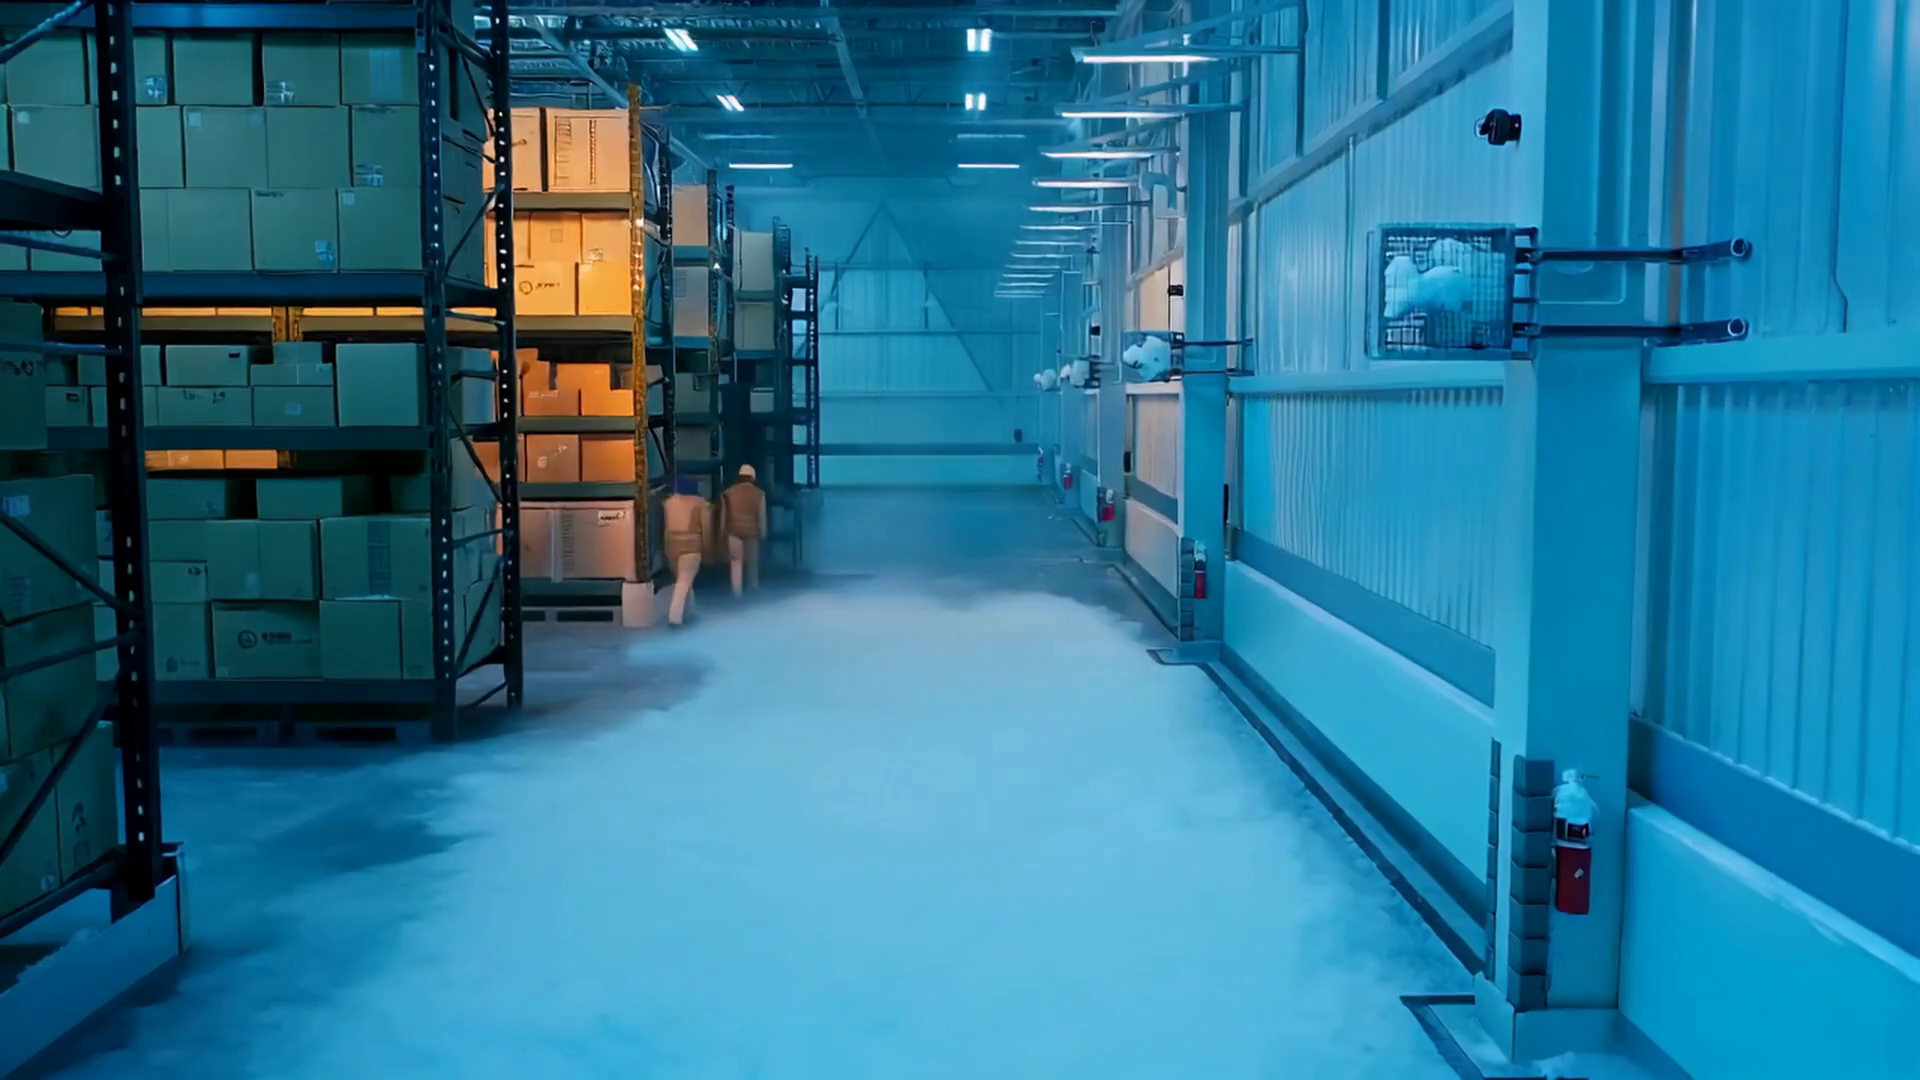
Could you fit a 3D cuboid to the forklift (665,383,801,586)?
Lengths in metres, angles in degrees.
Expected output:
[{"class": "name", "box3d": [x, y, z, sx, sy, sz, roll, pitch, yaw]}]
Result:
[{"class": "forklift", "box3d": [-3.111, -0.787, 23.085, 1.873, 2.768, 1.129, 0, 5, 0]}]

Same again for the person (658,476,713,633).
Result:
[{"class": "person", "box3d": [-3.103, 0.151, 18.824, 0.640, 1.744, 1.126, 2, 5, 19]}]

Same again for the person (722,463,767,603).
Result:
[{"class": "person", "box3d": [-2.762, -0.091, 21.310, 0.600, 1.788, 0.927, 0, 5, 2]}]
